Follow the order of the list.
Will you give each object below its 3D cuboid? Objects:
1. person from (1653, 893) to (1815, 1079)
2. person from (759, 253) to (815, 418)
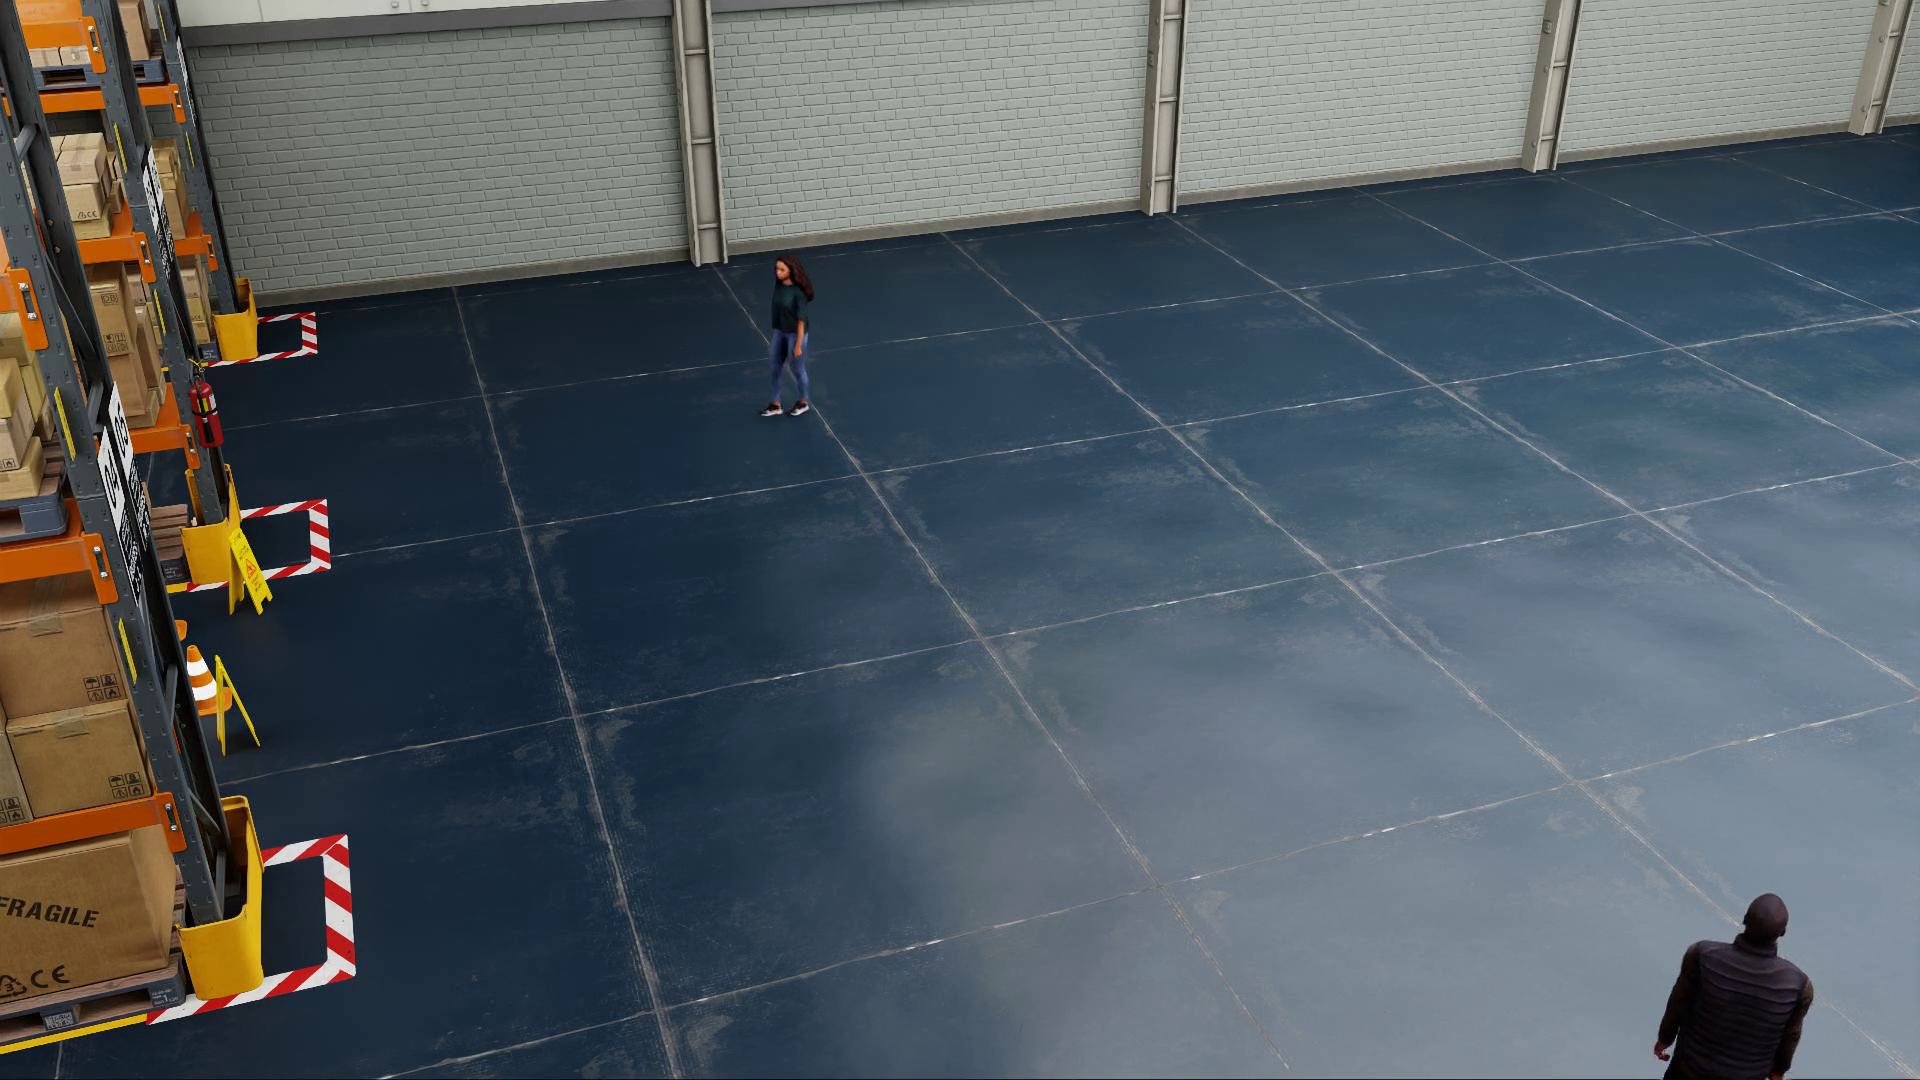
[{"bbox_3d":[3.369,2.355,7.399,0.974,1.823,1.031,12,30,21],"label":"person"},{"bbox_3d":[-1.536,-1.947,15.708,0.880,1.606,0.775,-25,37,-38],"label":"person"}]
